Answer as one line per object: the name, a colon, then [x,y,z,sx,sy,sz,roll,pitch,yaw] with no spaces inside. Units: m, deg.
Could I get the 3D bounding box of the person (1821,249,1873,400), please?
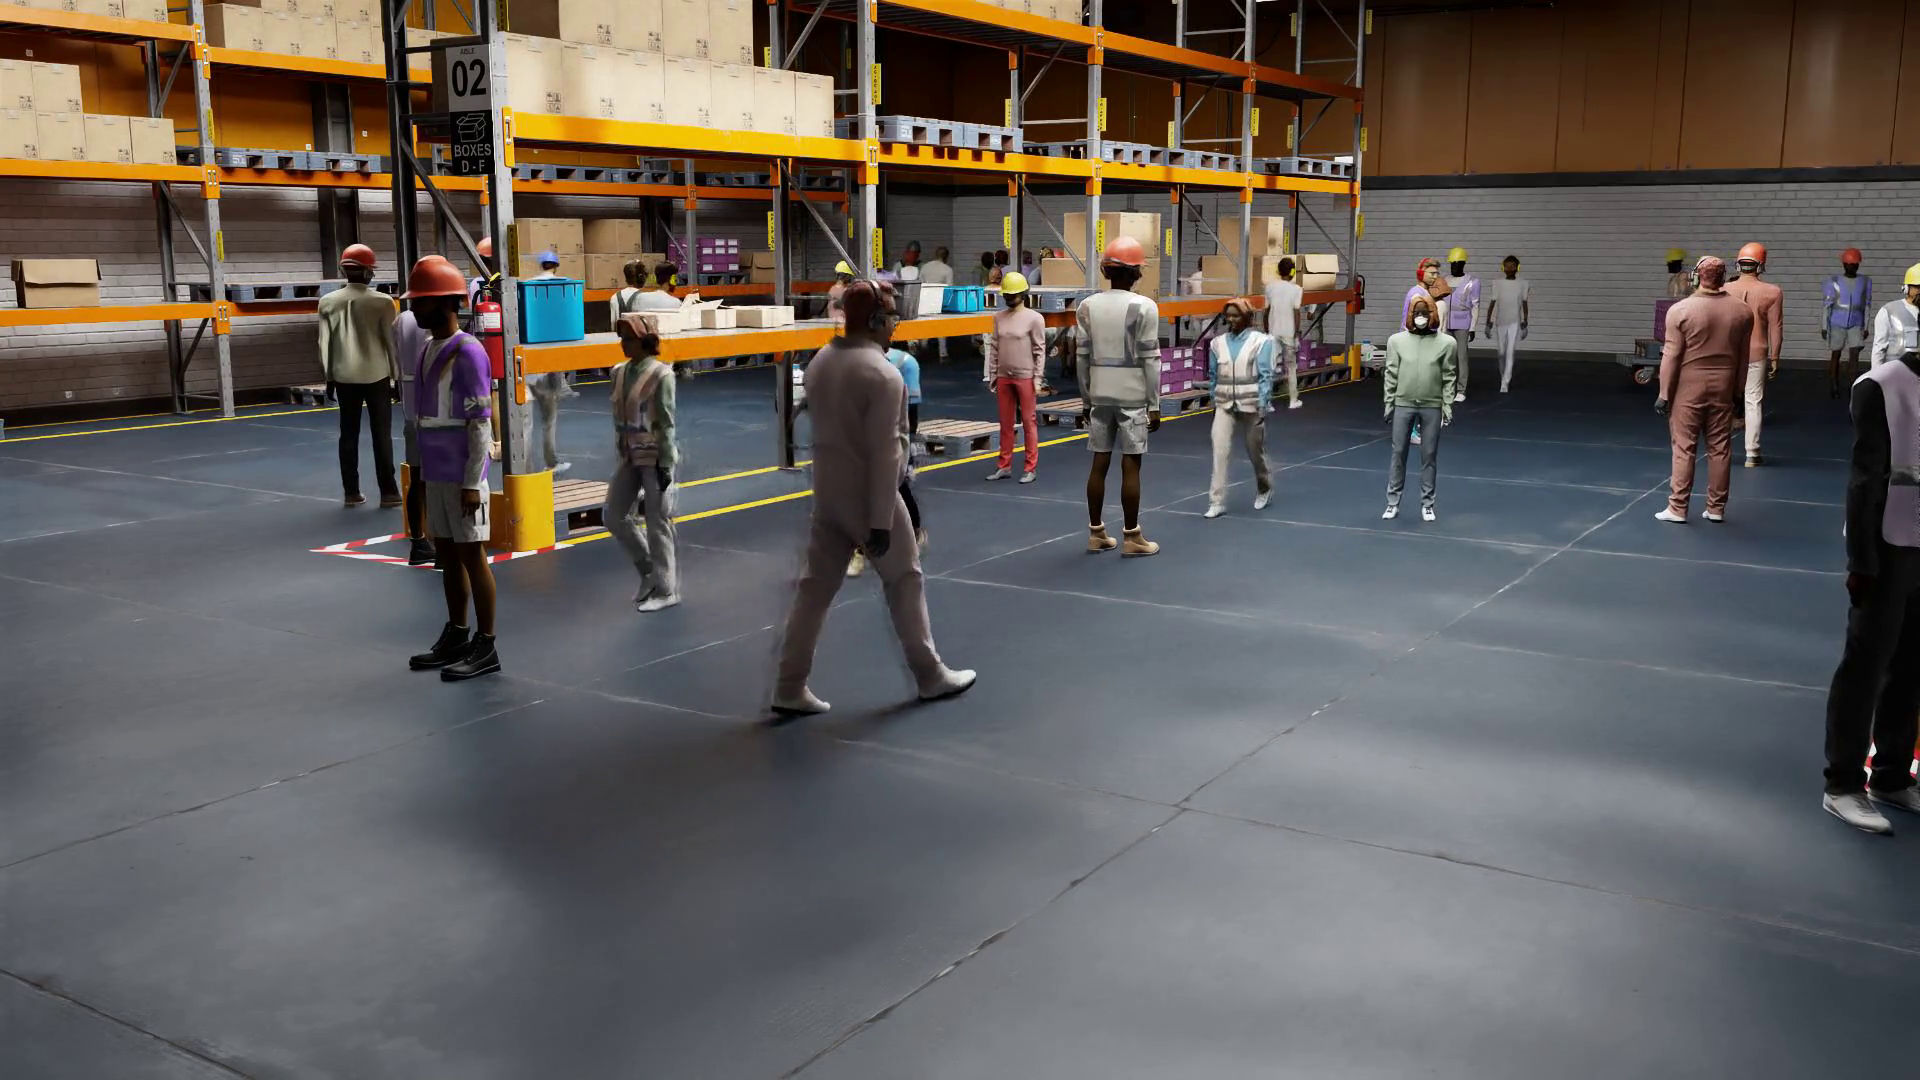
person: [11.226,-2.714,21.047,0.576,1.896,0.915,3,11,17]

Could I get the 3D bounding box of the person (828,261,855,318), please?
person: [-1.483,-2.627,20.976,0.337,1.759,0.524,-5,11,-27]

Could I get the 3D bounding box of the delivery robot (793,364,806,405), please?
delivery robot: [-1.945,-1.842,19.694,0.477,0.478,0.707,-1,10,-6]

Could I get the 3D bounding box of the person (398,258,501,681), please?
person: [-2.370,-0.322,7.702,0.362,1.938,0.545,-10,14,-43]

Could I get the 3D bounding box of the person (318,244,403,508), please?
person: [-4.514,-1.235,12.604,0.623,1.989,0.400,0,10,3]

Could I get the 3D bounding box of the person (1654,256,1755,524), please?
person: [5.288,-1.064,11.895,0.639,1.910,0.407,-1,10,-4]

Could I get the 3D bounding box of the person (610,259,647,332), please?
person: [-3.051,-1.725,15.730,0.510,1.846,0.341,5,11,25]

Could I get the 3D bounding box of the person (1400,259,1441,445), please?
person: [4.542,-1.866,16.531,0.389,1.838,0.564,4,11,20]

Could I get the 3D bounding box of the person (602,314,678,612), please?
person: [-1.733,-0.409,9.048,0.546,1.623,0.373,9,14,41]

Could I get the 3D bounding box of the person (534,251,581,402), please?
person: [-5.186,-2.679,20.941,0.590,1.899,0.938,8,13,37]

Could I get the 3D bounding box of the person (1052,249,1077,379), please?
person: [1.499,-3.295,24.287,0.607,1.892,0.425,-3,11,-17]

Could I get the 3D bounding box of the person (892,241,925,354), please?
person: [-0.747,-4.126,28.494,0.708,2.000,0.995,5,11,24]

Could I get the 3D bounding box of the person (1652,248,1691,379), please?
person: [10.442,-3.260,24.071,0.621,1.901,0.620,1,10,8]

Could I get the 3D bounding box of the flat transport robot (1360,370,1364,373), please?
flat transport robot: [5.540,-2.672,25.335,1.431,0.197,0.652,2,11,13]

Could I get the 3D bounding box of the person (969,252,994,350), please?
person: [0.439,-4.398,30.669,0.490,1.819,0.653,6,12,29]

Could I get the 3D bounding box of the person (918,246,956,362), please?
person: [-0.405,-3.868,27.392,0.728,1.919,0.838,7,13,35]

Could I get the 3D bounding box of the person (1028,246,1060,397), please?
person: [1.094,-2.841,21.653,0.359,1.938,0.635,5,11,25]

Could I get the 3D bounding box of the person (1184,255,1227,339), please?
person: [3.639,-3.333,24.832,0.627,1.816,0.891,5,12,27]

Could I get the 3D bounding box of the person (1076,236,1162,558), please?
person: [1.028,-0.906,10.633,0.611,2.048,0.364,8,13,38]

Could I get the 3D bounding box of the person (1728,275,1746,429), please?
person: [8.263,-1.964,17.580,0.735,1.655,0.324,-4,11,-23]

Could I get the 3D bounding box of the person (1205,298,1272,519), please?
person: [2.085,-0.993,12.317,0.509,1.607,0.815,6,12,29]

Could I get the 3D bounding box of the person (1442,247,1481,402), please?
person: [6.215,-2.695,20.874,0.585,1.929,0.370,10,14,44]

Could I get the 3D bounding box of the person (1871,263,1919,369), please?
person: [7.850,-1.360,13.741,0.602,1.830,0.404,1,10,3]

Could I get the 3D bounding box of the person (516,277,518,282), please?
person: [-5.802,-2.796,21.246,0.376,1.995,0.622,-2,10,-10]

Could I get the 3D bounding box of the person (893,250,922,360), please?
person: [-0.821,-3.917,27.822,0.612,1.865,0.604,1,10,5]

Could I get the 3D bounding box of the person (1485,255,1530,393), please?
person: [7.342,-2.903,22.304,0.528,1.837,0.918,5,11,24]

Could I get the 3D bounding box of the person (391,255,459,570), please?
person: [-3.236,-0.784,10.287,0.544,1.931,0.387,6,12,32]

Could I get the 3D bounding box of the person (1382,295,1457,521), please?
person: [3.311,-0.947,12.006,0.501,1.633,0.285,3,11,19]

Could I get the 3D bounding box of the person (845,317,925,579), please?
person: [-0.459,-0.635,10.203,0.537,1.664,0.844,4,11,23]

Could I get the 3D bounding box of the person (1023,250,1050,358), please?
person: [1.148,-3.820,27.303,0.855,1.851,0.579,0,10,1]

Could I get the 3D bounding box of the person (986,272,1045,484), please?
person: [0.461,-1.348,13.888,0.523,1.759,0.332,7,13,35]

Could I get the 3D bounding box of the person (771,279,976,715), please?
person: [-0.409,-0.174,7.106,0.989,1.859,0.652,-8,13,-39]

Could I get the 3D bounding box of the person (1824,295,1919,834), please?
person: [3.290,0.039,5.762,0.590,1.917,0.398,-4,11,-21]

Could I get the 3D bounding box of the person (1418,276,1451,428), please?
person: [5.142,-2.028,18.000,0.268,1.631,0.509,4,11,22]

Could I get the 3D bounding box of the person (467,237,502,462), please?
person: [-4.256,-1.738,15.244,0.374,2.048,0.605,-9,13,-40]

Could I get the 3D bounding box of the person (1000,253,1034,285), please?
person: [0.899,-3.694,26.470,0.653,1.906,0.405,-3,11,-14]

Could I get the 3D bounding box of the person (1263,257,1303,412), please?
person: [3.822,-2.438,19.763,0.540,1.823,0.971,7,12,33]

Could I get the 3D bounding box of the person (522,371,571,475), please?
person: [-3.530,-1.287,14.018,0.499,1.585,0.739,1,10,8]

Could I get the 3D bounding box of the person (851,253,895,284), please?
person: [-1.080,-2.751,21.158,0.627,1.941,0.370,-6,12,-32]

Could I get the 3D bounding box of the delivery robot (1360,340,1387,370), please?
delivery robot: [5.972,-2.699,24.441,0.477,0.478,0.707,-3,11,-17]

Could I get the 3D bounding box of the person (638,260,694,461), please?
person: [-2.628,-1.575,14.902,0.557,1.837,0.688,7,13,36]

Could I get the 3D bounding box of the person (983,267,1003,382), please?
person: [0.510,-3.062,23.709,0.512,1.641,0.307,-1,10,-6]

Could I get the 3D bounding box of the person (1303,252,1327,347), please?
person: [5.804,-3.793,27.245,0.403,1.826,0.588,5,11,24]

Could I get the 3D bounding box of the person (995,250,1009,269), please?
person: [0.741,-4.285,29.930,0.429,1.844,0.627,4,11,23]

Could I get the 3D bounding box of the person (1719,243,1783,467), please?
person: [7.019,-1.652,14.907,0.625,1.992,0.389,6,12,31]
